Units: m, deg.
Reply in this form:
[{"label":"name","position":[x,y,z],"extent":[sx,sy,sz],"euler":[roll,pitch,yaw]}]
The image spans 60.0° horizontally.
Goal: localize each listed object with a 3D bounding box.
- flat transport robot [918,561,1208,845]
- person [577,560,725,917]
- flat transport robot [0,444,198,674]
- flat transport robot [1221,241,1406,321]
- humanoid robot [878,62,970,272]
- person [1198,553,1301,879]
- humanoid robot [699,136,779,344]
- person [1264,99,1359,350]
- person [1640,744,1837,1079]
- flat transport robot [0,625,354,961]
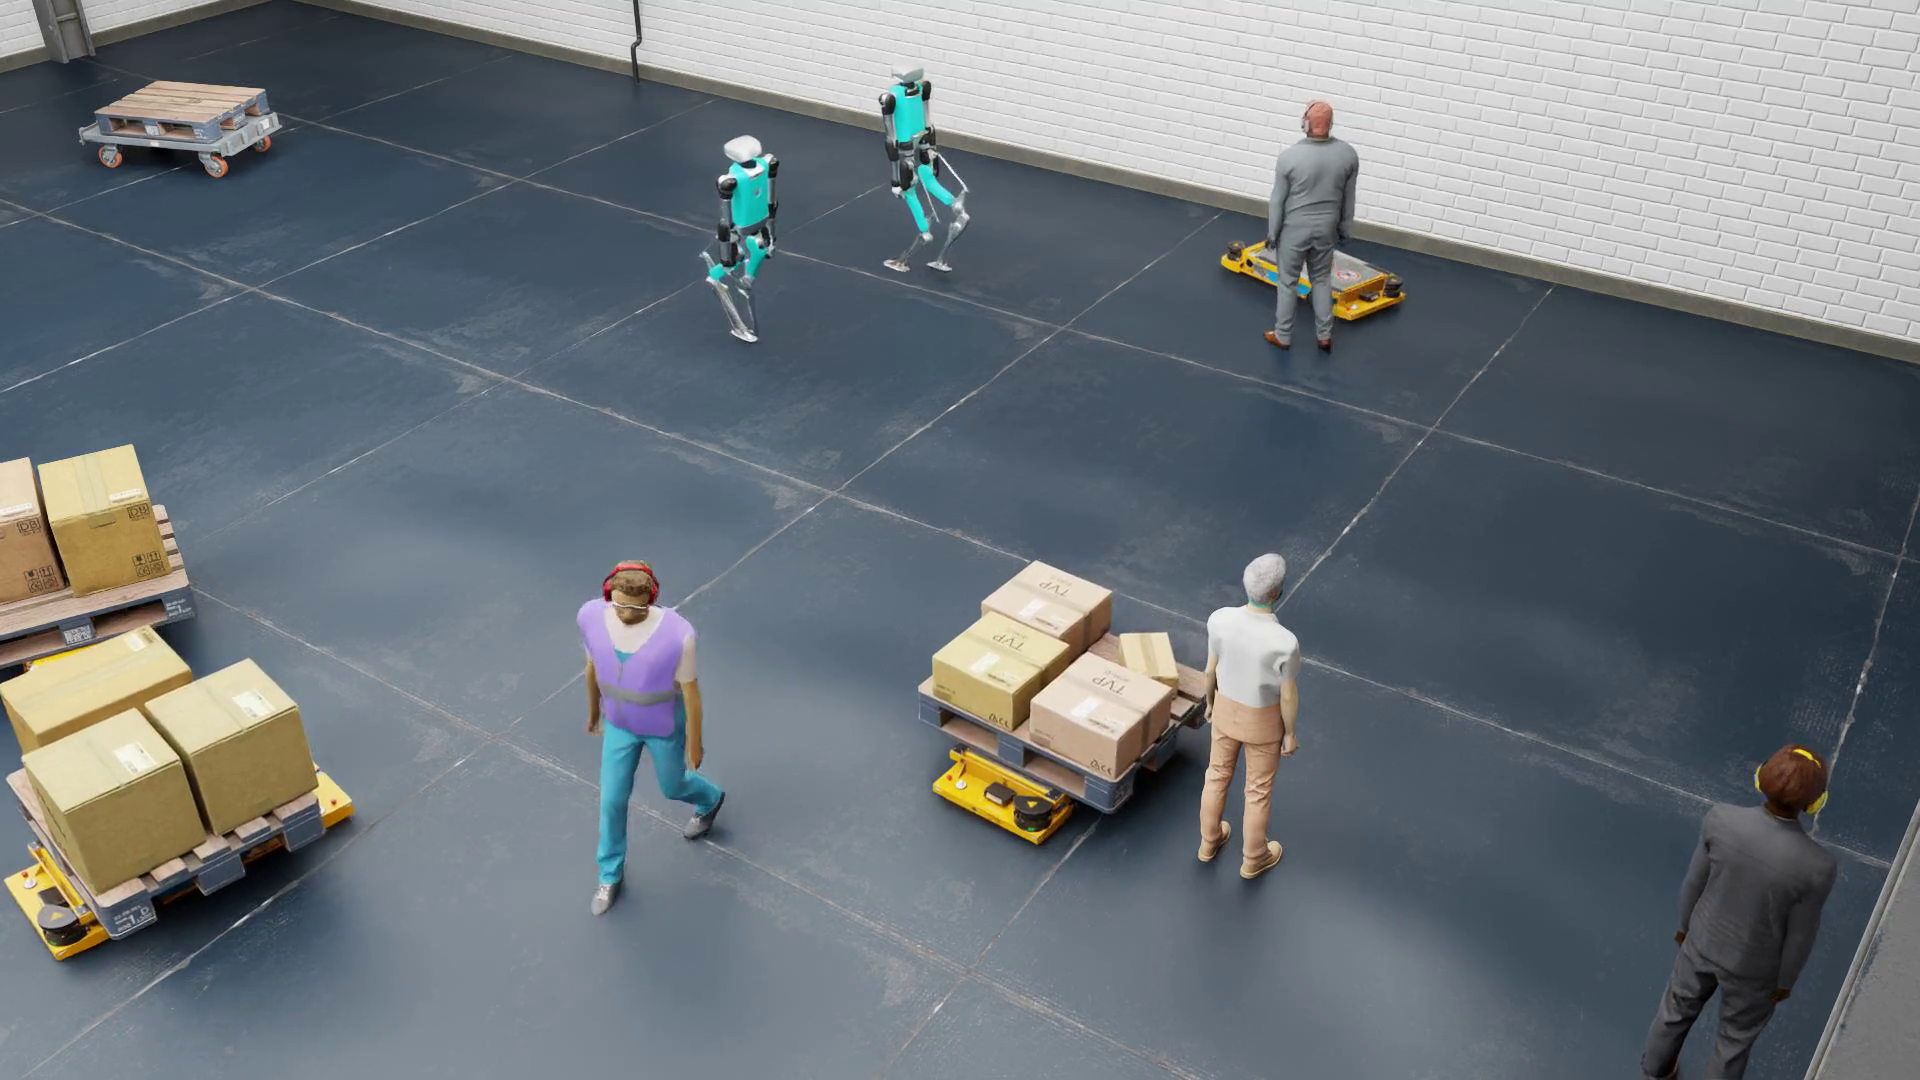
[{"label":"flat transport robot","position":[0.552,1.013,8.680],"extent":[0.659,0.231,1.431],"euler":[22,39,31]},{"label":"person","position":[-1.440,0.810,7.600],"extent":[0.629,1.806,0.821],"euler":[10,34,15]},{"label":"flat transport robot","position":[-5.059,0.454,9.550],"extent":[0.659,0.231,1.431],"euler":[-17,37,-25]},{"label":"flat transport robot","position":[2.891,-2.190,13.664],"extent":[0.659,0.231,1.431],"euler":[-23,39,-31]},{"label":"humanoid robot","position":[-0.258,-2.924,13.470],"extent":[0.868,1.789,0.542],"euler":[25,41,34]},{"label":"person","position":[1.334,0.810,7.629],"extent":[0.468,1.747,0.321],"euler":[21,38,29]},{"label":"humanoid robot","position":[-1.676,-2.156,12.336],"extent":[0.834,1.844,0.627],"euler":[27,41,35]},{"label":"person","position":[2.596,-2.310,12.369],"extent":[0.658,1.904,0.440],"euler":[-8,34,-12]},{"label":"person","position":[2.965,1.555,6.365],"extent":[0.357,1.869,0.494],"euler":[-25,40,-33]},{"label":"flat transport robot","position":[-3.752,1.436,8.021],"extent":[1.431,0.231,0.659],"euler":[-28,42,-36]}]
